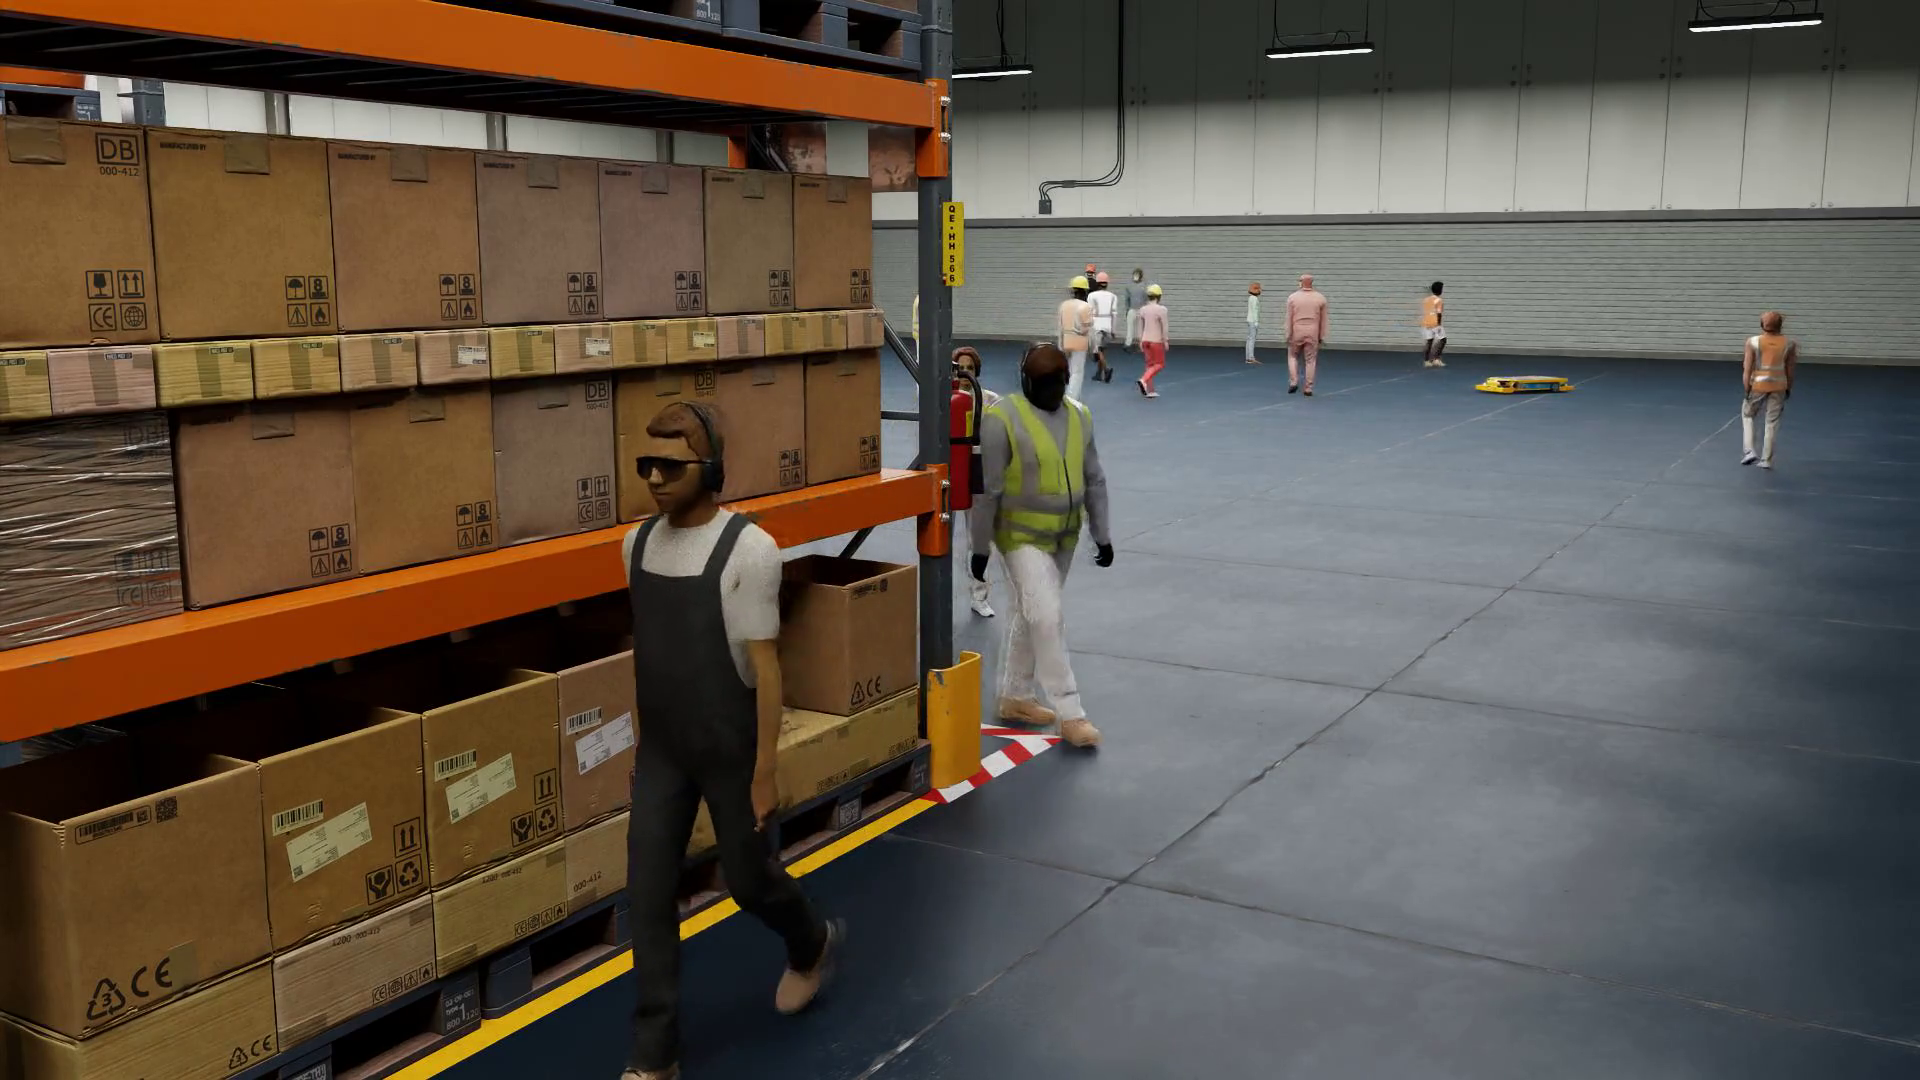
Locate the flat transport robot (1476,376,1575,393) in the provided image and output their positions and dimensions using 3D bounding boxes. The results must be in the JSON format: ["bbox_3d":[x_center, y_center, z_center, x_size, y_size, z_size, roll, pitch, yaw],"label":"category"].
[{"bbox_3d":[9.069,-2.503,26.665,1.431,0.197,0.652,-4,10,-21],"label":"flat transport robot"}]

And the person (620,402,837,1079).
[{"bbox_3d":[-0.632,0.528,4.414,0.513,1.821,0.856,5,11,28],"label":"person"}]

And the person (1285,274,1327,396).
[{"bbox_3d":[5.397,-3.206,26.047,0.648,1.892,0.555,0,10,2],"label":"person"}]

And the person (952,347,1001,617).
[{"bbox_3d":[0.014,-0.343,10.021,0.511,1.641,0.308,-3,10,-15],"label":"person"}]

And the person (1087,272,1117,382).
[{"bbox_3d":[2.469,-3.674,28.739,0.550,1.914,0.829,-4,10,-22],"label":"person"}]

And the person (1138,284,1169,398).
[{"bbox_3d":[2.908,-3.030,25.424,0.533,1.747,0.539,-8,13,-41],"label":"person"}]

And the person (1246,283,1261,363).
[{"bbox_3d":[5.997,-4.425,33.927,0.278,1.636,0.499,-1,10,-3],"label":"person"}]

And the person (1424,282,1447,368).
[{"bbox_3d":[9.307,-4.192,32.447,0.499,1.681,0.537,-3,10,-18],"label":"person"}]

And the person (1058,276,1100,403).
[{"bbox_3d":[1.647,-2.599,22.469,0.652,1.905,0.592,-7,12,-34],"label":"person"}]

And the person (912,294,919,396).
[{"bbox_3d":[-0.516,-3.106,25.632,0.430,1.837,0.619,-1,10,-8],"label":"person"}]

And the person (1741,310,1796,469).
[{"bbox_3d":[8.293,-1.543,17.101,0.520,1.624,0.432,2,10,11],"label":"person"}]

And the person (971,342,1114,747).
[{"bbox_3d":[0.423,0.014,7.475,0.711,1.789,0.817,-8,13,-41],"label":"person"}]

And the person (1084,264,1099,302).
[{"bbox_3d":[2.875,-5.103,36.848,0.622,1.992,0.393,0,10,0],"label":"person"}]

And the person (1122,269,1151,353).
[{"bbox_3d":[3.945,-5.107,37.205,0.650,1.879,1.017,5,11,25],"label":"person"}]
